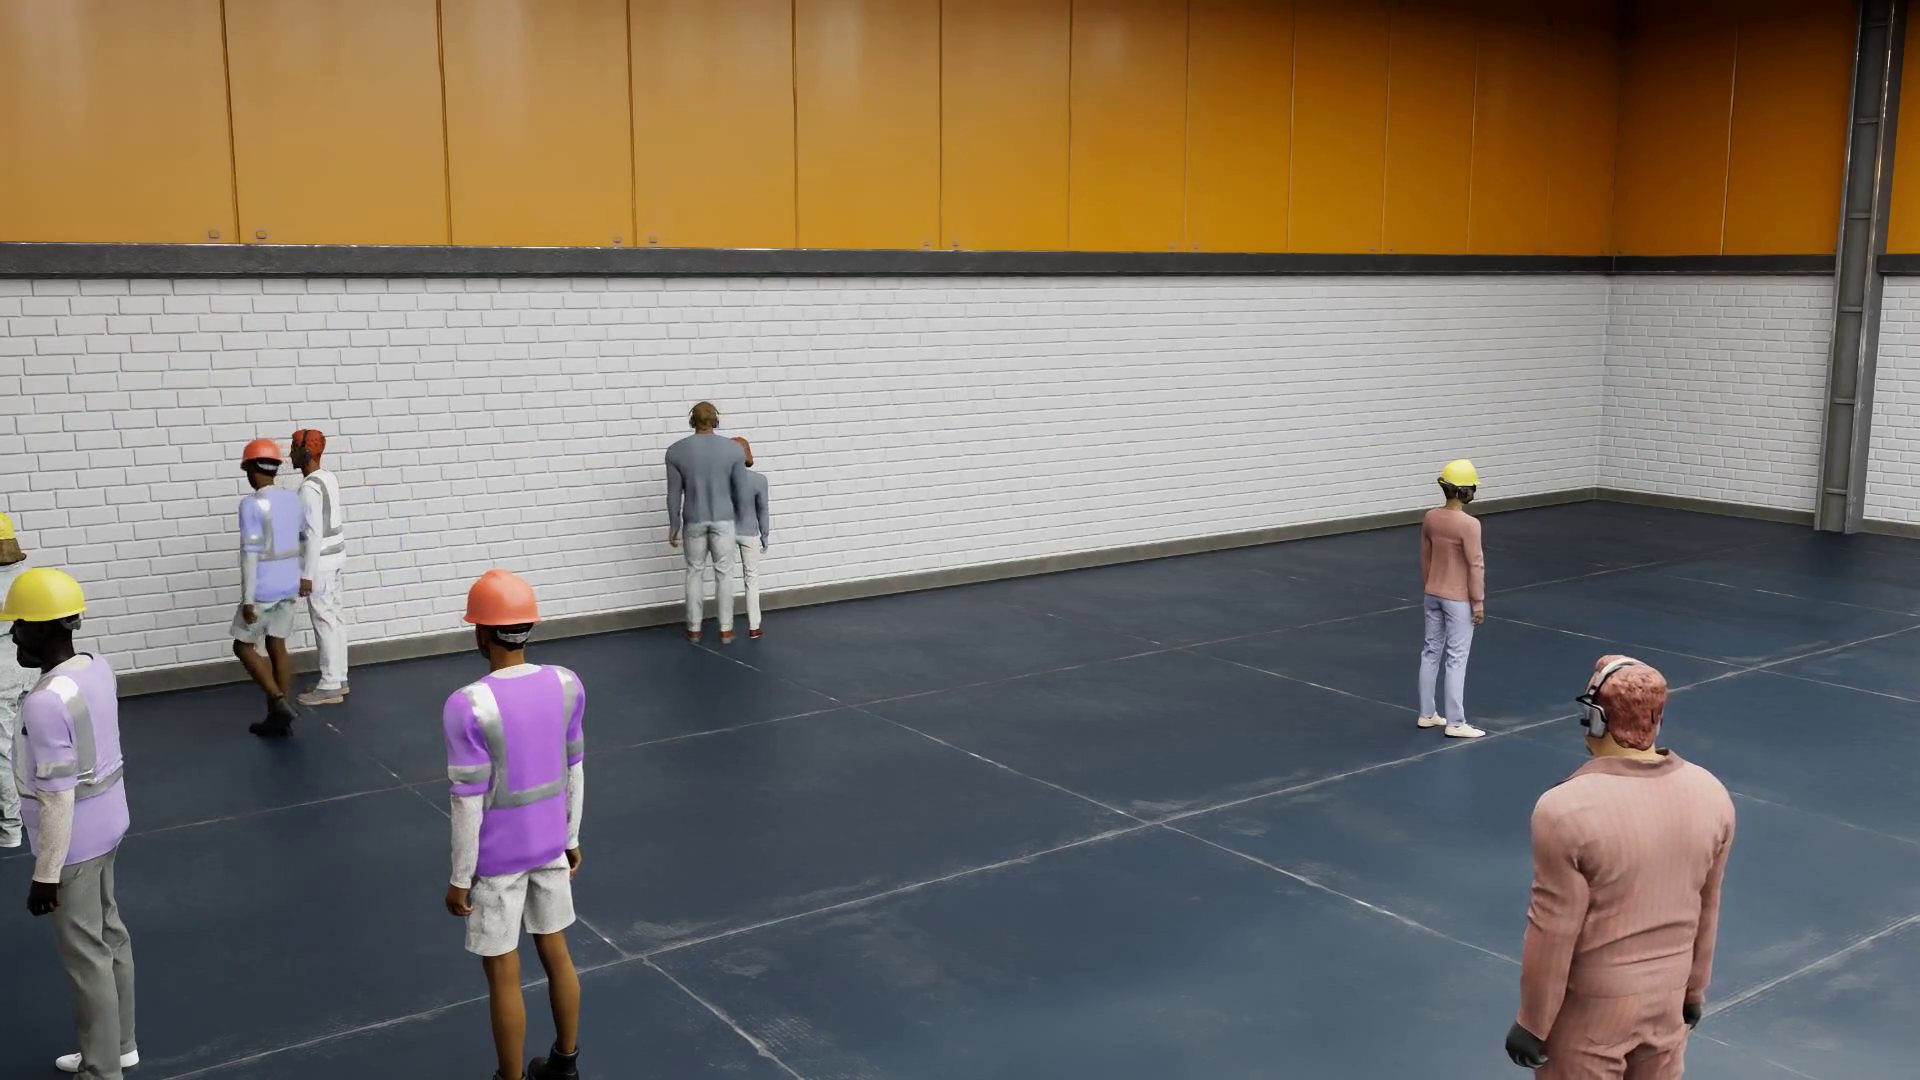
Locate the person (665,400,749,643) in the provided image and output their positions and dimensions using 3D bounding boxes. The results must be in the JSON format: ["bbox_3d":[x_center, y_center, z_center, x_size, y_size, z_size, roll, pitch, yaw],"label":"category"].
[{"bbox_3d":[-1.995,-0.141,13.173,0.639,1.939,0.381,-1,9,-4],"label":"person"}]

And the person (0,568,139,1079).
[{"bbox_3d":[-3.144,1.048,5.872,0.363,1.928,0.587,-2,9,-12],"label":"person"}]

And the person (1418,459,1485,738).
[{"bbox_3d":[3.129,0.369,10.553,0.308,1.769,0.524,-4,10,-25],"label":"person"}]

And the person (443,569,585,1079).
[{"bbox_3d":[-1.551,1.060,5.761,0.356,1.937,0.552,7,11,37],"label":"person"}]

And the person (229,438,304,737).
[{"bbox_3d":[-4.387,0.308,10.543,0.401,1.896,0.570,3,10,16],"label":"person"}]

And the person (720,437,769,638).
[{"bbox_3d":[-1.780,-0.018,13.376,0.494,1.624,0.283,-1,9,-4],"label":"person"}]

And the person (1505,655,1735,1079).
[{"bbox_3d":[1.793,1.260,4.627,0.651,1.906,0.403,-4,10,-22],"label":"person"}]

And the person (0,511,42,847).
[{"bbox_3d":[-4.913,0.704,8.558,0.294,1.744,0.487,4,10,24],"label":"person"}]

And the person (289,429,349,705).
[{"bbox_3d":[-4.386,0.180,11.357,0.354,1.883,0.573,-1,9,-7],"label":"person"}]
